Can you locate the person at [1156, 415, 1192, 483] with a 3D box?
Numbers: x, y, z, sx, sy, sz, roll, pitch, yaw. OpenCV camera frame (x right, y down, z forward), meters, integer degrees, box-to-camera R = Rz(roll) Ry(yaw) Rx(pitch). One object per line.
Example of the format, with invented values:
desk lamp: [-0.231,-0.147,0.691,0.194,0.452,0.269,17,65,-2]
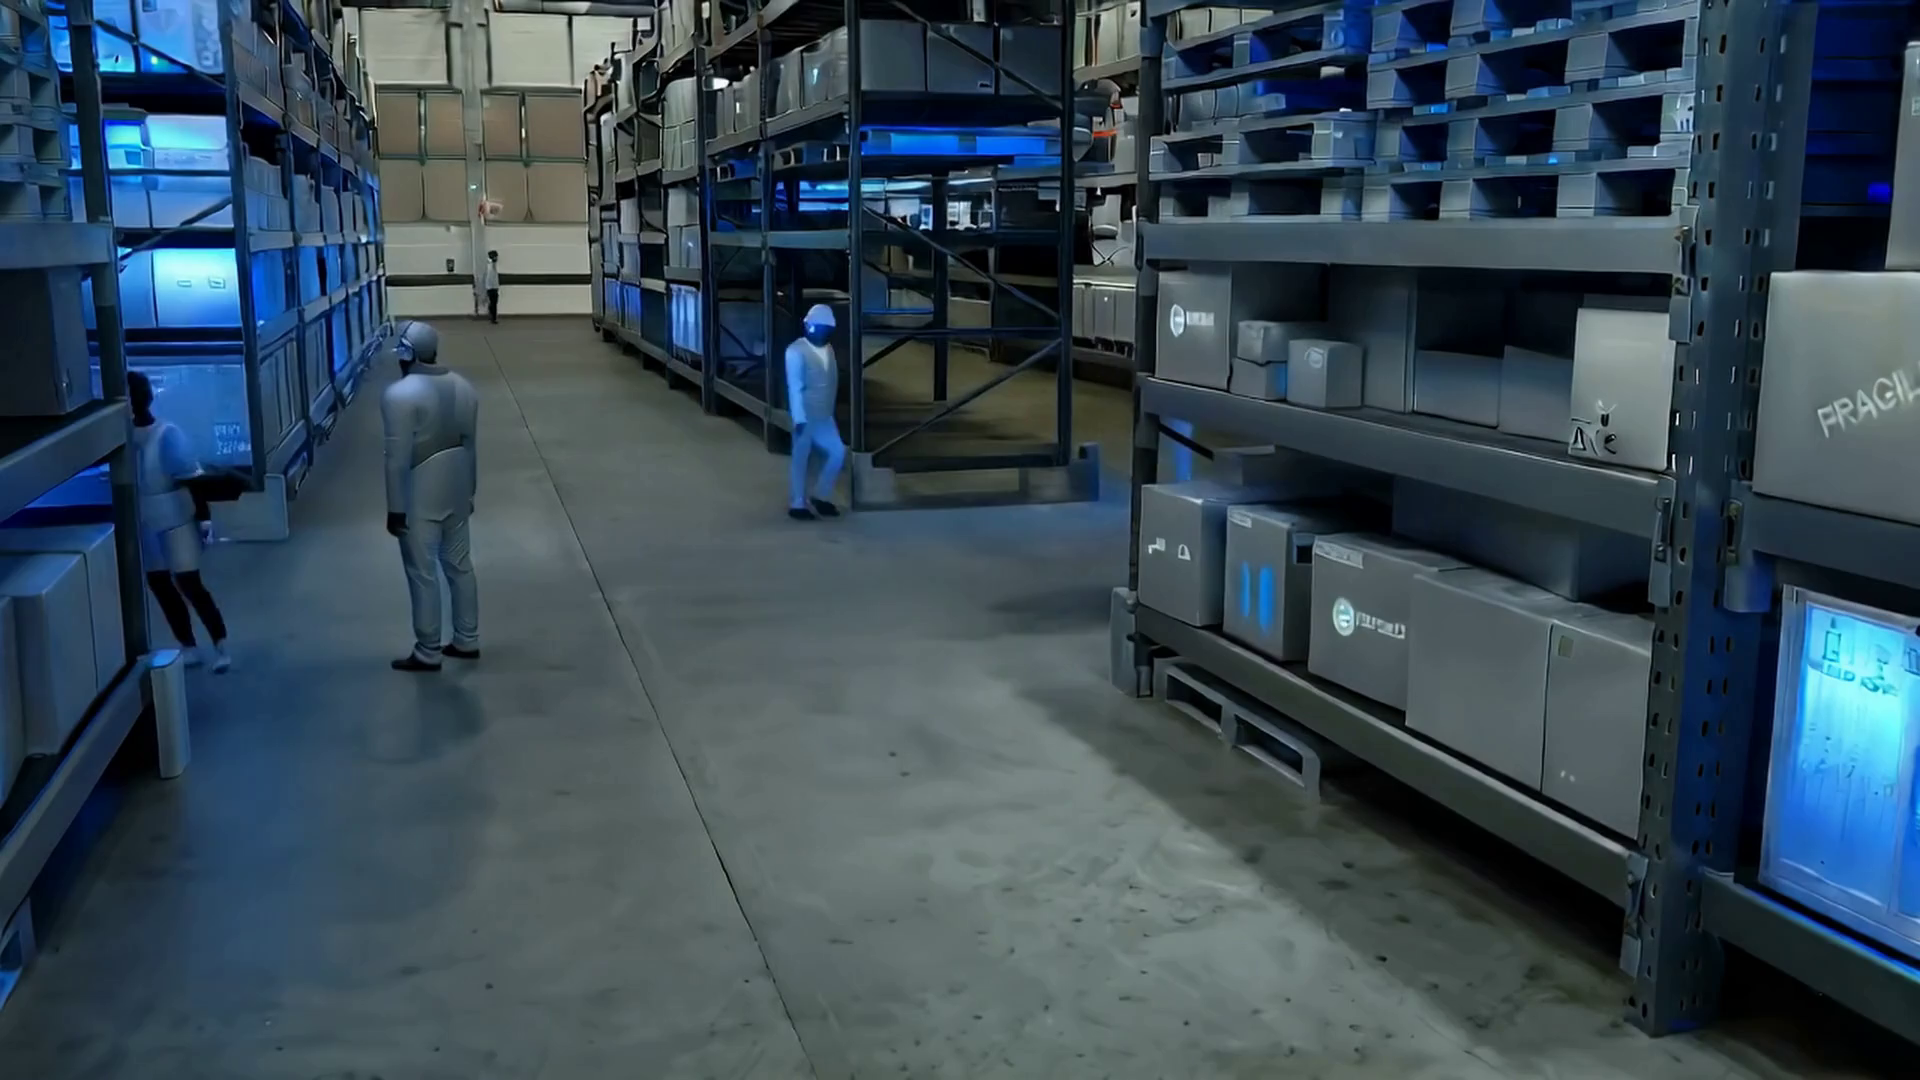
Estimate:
person: [1.944,-1.247,15.378,0.511,1.608,0.658,-3,11,-18]

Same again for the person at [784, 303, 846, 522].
person: [-1.189,-1.037,13.697,0.561,1.810,0.608,8,13,38]

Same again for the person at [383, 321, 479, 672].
person: [-2.901,-0.238,9.080,0.398,1.899,0.647,5,11,24]

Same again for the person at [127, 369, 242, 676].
person: [-4.243,-0.088,8.879,0.599,1.659,0.405,5,11,25]

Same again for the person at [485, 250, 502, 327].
person: [-12.191,-6.559,43.458,0.395,1.992,0.622,-4,11,-20]

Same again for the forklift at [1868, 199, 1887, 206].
forklift: [11.338,-2.915,21.052,1.129,2.768,1.873,-3,11,-17]
